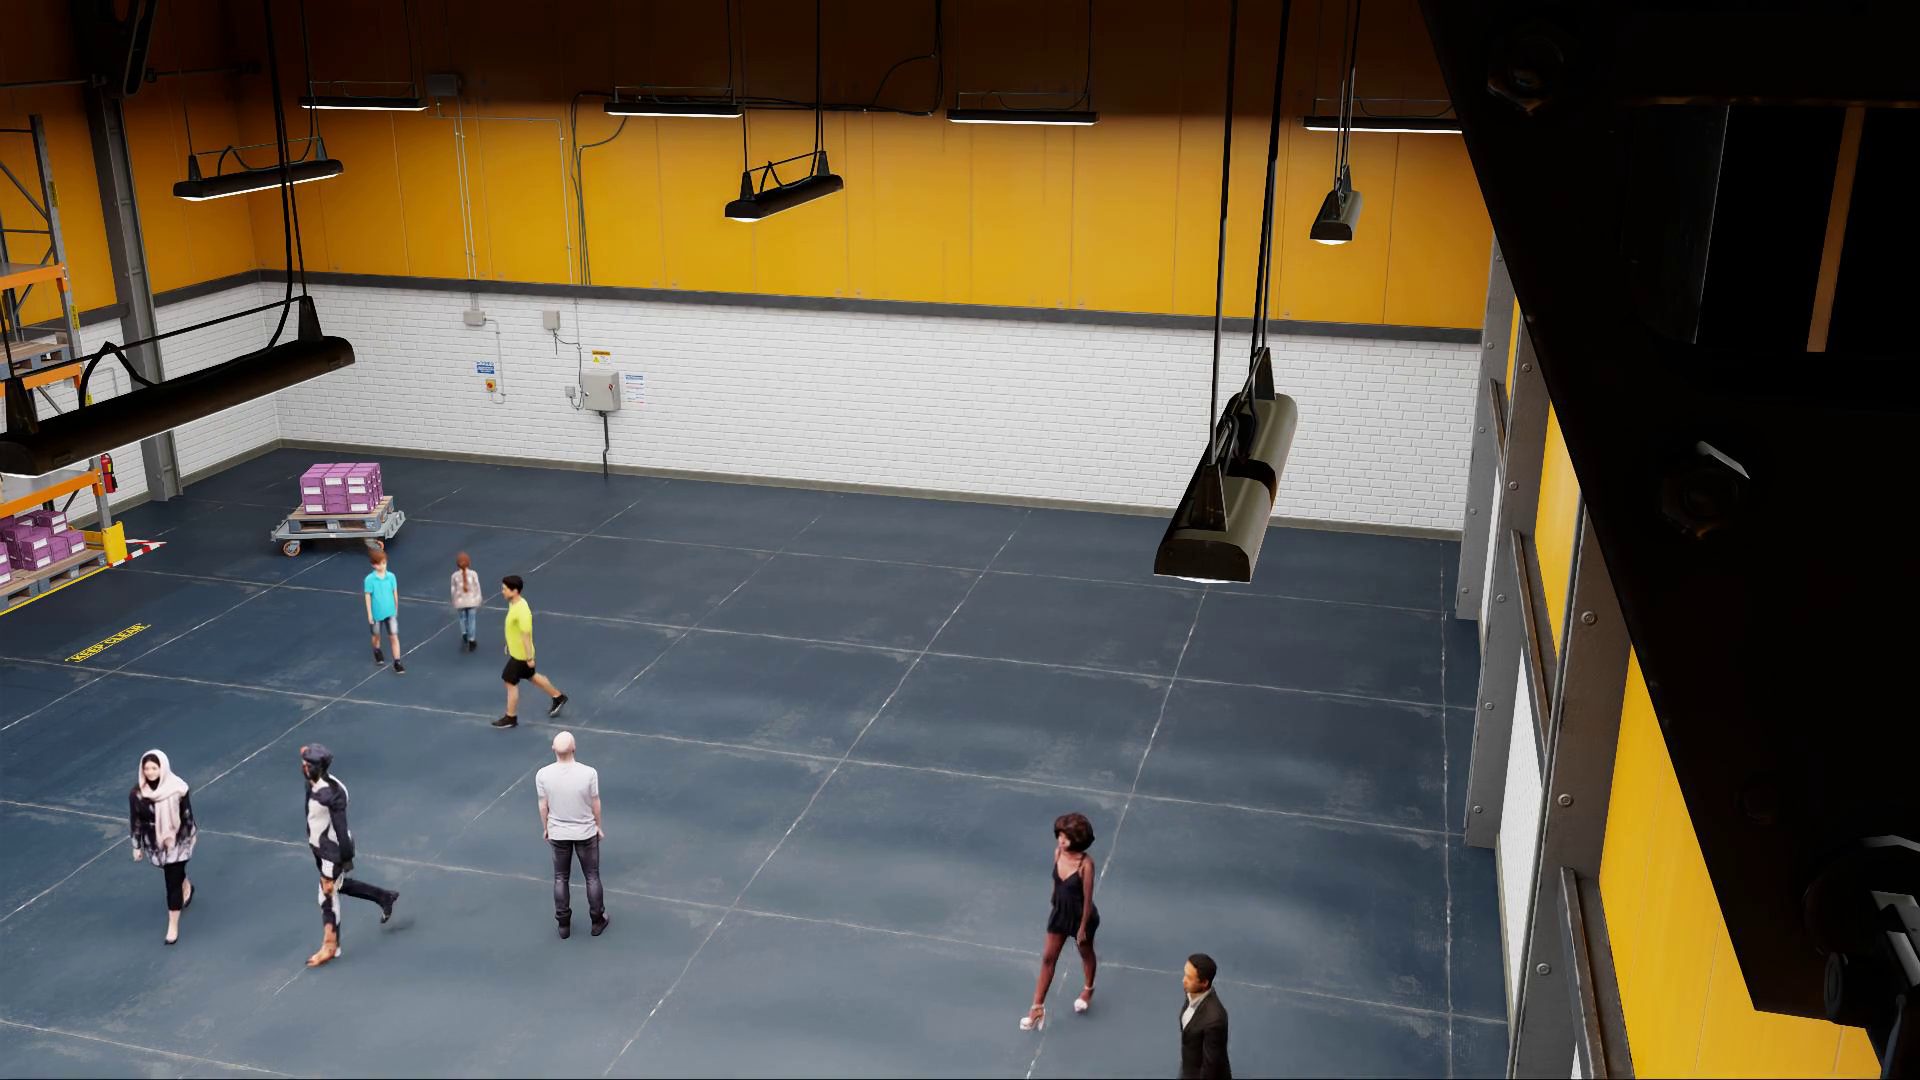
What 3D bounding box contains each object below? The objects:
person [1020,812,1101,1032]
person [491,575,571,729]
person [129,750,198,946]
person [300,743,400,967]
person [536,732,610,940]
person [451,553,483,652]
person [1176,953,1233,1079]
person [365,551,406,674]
[{"bbox_3d":[0.918,2.852,12.642,0.872,1.755,1.110,15,24,38],"label":"person"},{"bbox_3d":[-4.609,1.163,17.782,1.080,1.676,1.107,-7,20,-20],"label":"person"},{"bbox_3d":[-6.648,2.489,13.976,0.955,1.591,1.209,-3,19,-9],"label":"person"},{"bbox_3d":[-5.009,2.499,13.519,1.227,1.865,1.061,-16,24,-39],"label":"person"},{"bbox_3d":[-3.211,2.431,13.773,0.730,1.832,0.706,-1,19,-4],"label":"person"},{"bbox_3d":[-5.874,0.750,19.786,0.627,1.179,0.740,-3,19,-8],"label":"person"},{"bbox_3d":[1.670,3.453,10.816,0.899,1.782,0.750,-4,19,-12],"label":"person"},{"bbox_3d":[-6.707,0.808,19.236,0.922,1.420,0.996,-10,21,-27],"label":"person"}]
